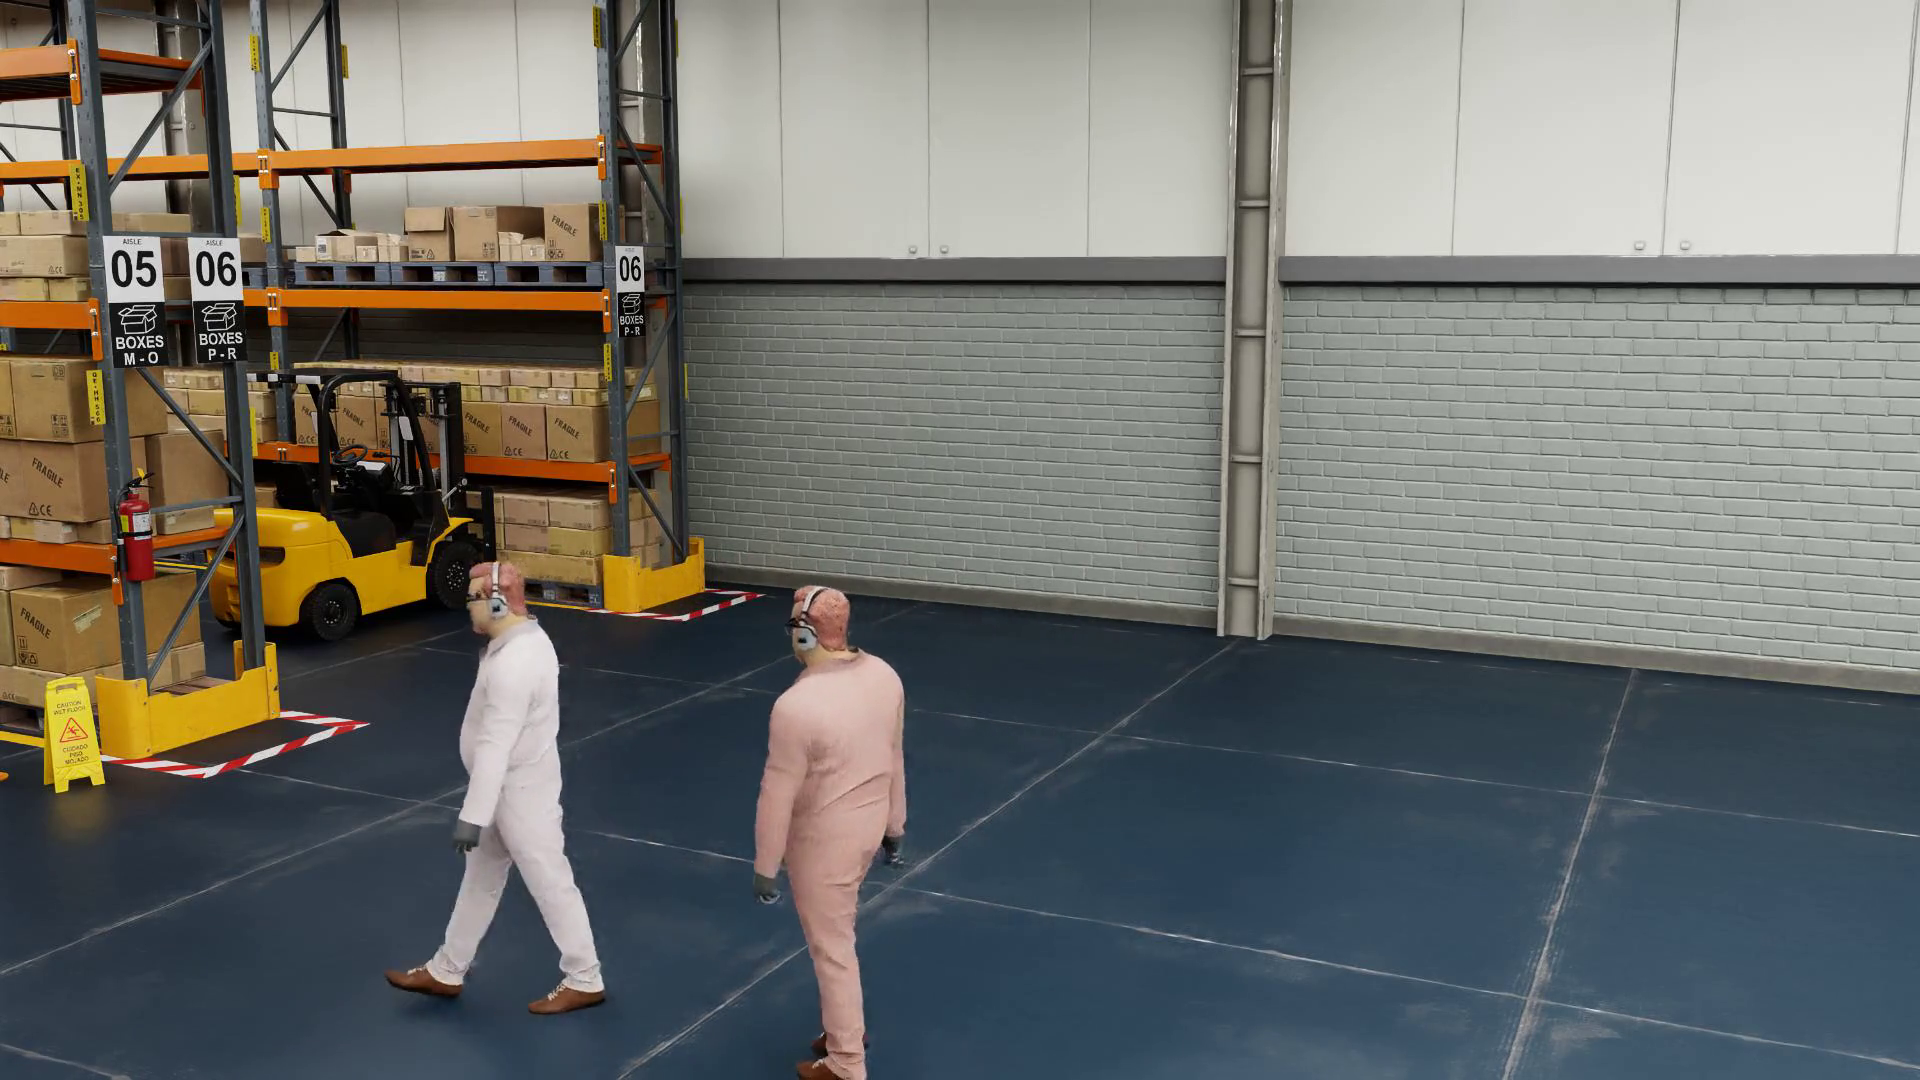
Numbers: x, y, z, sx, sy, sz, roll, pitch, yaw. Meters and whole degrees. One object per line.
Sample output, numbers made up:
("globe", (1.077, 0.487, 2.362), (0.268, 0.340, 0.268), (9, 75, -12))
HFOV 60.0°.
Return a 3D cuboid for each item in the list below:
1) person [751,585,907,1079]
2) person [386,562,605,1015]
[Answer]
("person", (-0.528, 1.097, 6.144), (0.540, 1.887, 0.679), (6, 11, 33))
("person", (-1.899, 1.021, 6.690), (0.943, 1.863, 0.662), (-2, 10, -13))
